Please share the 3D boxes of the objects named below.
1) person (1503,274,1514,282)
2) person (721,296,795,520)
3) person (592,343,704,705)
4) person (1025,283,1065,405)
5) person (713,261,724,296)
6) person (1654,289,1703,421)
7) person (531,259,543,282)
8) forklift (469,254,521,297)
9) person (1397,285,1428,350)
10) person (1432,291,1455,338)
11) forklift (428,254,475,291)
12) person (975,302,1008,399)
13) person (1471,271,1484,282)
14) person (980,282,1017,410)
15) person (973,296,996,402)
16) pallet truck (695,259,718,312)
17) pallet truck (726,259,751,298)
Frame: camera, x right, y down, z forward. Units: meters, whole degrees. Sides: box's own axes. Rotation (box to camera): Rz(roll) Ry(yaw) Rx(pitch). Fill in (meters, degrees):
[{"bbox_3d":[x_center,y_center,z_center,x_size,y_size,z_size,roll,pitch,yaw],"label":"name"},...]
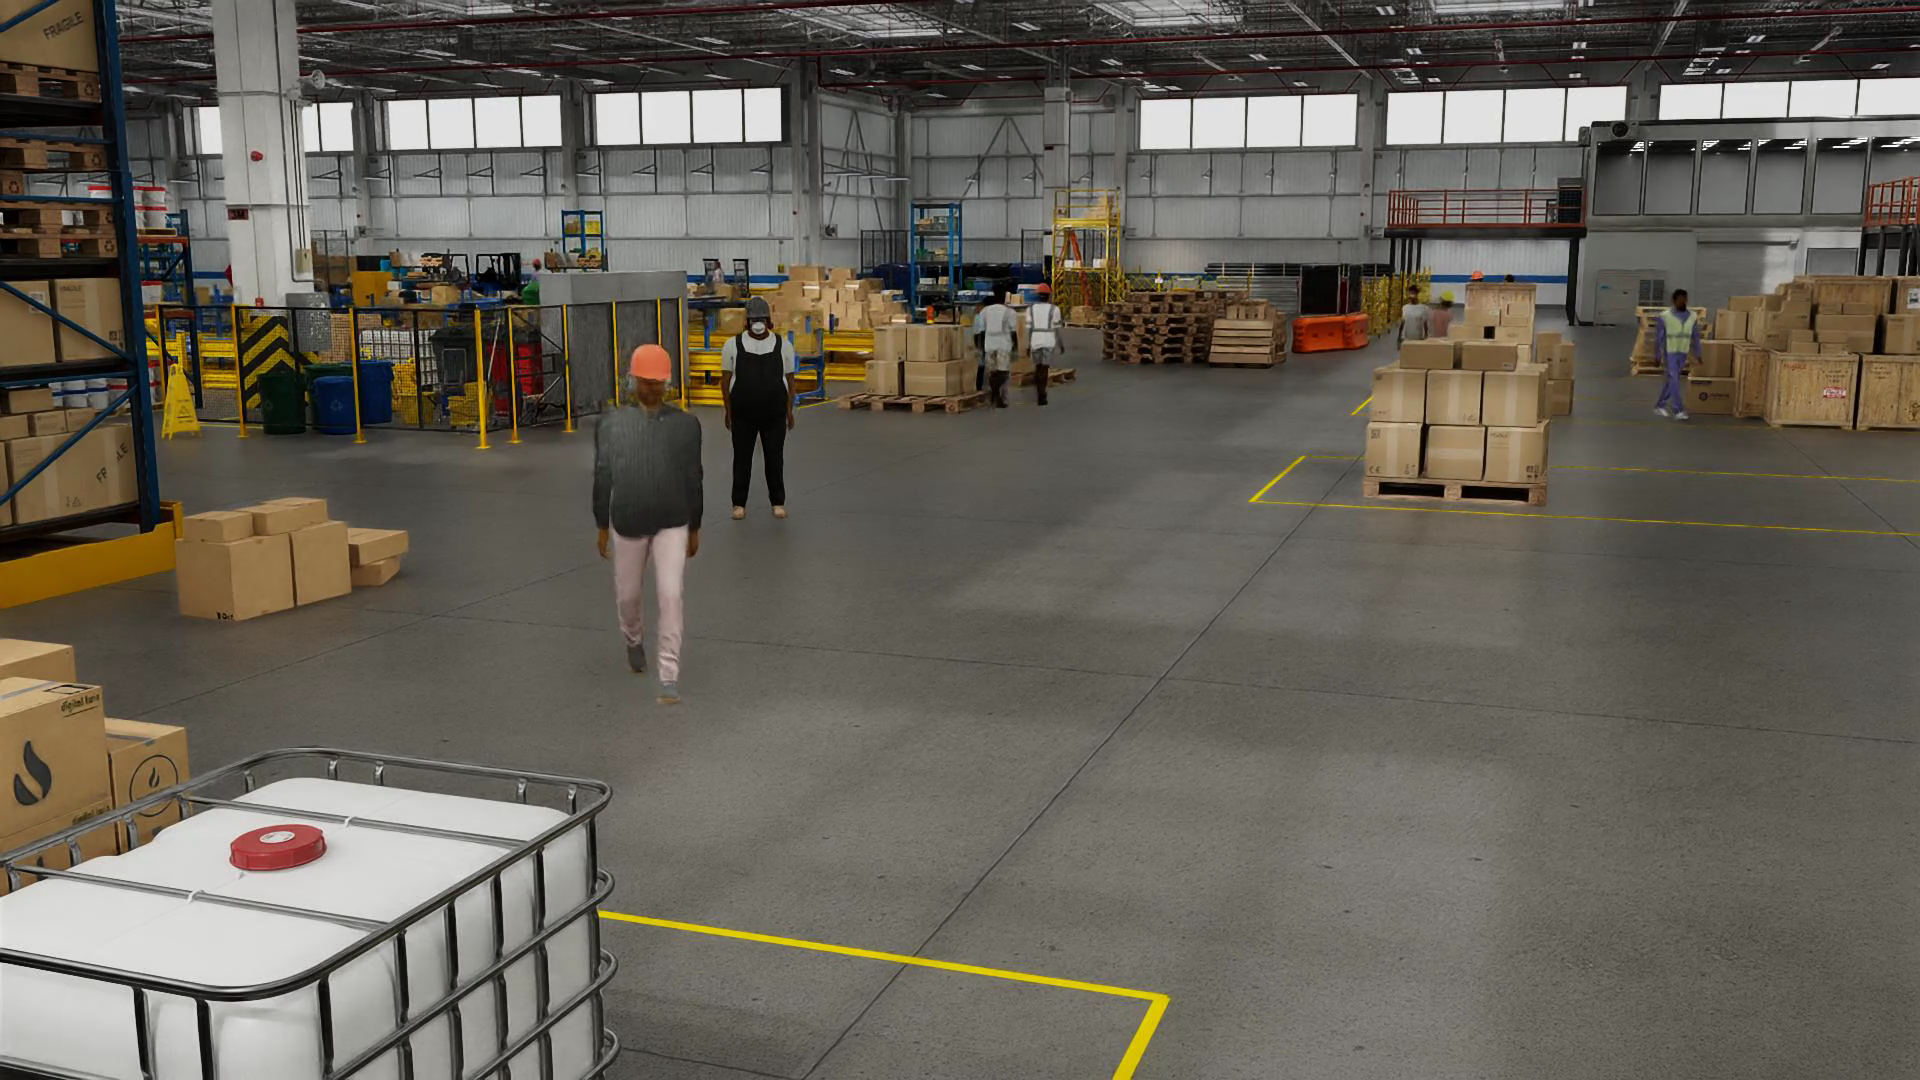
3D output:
[{"bbox_3d":[12.021,-4.896,36.536,0.516,1.858,0.357,-1,10,-4],"label":"person"},{"bbox_3d":[-1.828,-1.199,15.188,0.674,2.000,0.535,-2,10,-11],"label":"person"},{"bbox_3d":[-1.740,-0.118,9.307,0.617,1.972,0.838,-2,10,-11],"label":"person"},{"bbox_3d":[1.353,-3.092,26.275,0.570,1.891,0.958,4,11,21],"label":"person"},{"bbox_3d":[-8.774,-9.158,60.386,0.400,1.910,0.643,1,10,8],"label":"person"},{"bbox_3d":[10.349,-2.685,24.052,0.604,1.876,0.988,-2,10,-10],"label":"person"},{"bbox_3d":[-14.227,-8.378,55.671,0.740,2.028,0.626,-4,11,-23],"label":"person"},{"bbox_3d":[-17.990,-10.121,64.684,1.157,1.987,2.680,3,11,17],"label":"forklift"},{"bbox_3d":[7.728,-3.416,28.271,0.911,1.839,0.517,-8,13,-38],"label":"person"},{"bbox_3d":[8.014,-3.303,27.880,0.673,1.742,0.525,-4,11,-21],"label":"person"},{"bbox_3d":[-20.133,-10.254,65.465,1.157,1.987,2.680,3,11,19],"label":"forklift"},{"bbox_3d":[0.469,-3.089,27.101,0.519,1.586,0.849,-8,13,-37],"label":"person"},{"bbox_3d":[11.537,-5.034,37.120,0.385,1.929,0.539,4,11,19],"label":"person"},{"bbox_3d":[0.541,-2.894,25.000,0.607,1.946,0.776,5,11,27],"label":"person"},{"bbox_3d":[0.460,-3.047,26.564,0.529,1.697,0.321,-4,11,-20],"label":"person"},{"bbox_3d":[-9.165,-9.627,62.776,0.823,1.965,1.885,4,11,23],"label":"pallet truck"},{"bbox_3d":[-7.986,-9.493,62.019,0.823,1.965,1.885,3,11,17],"label":"pallet truck"}]
